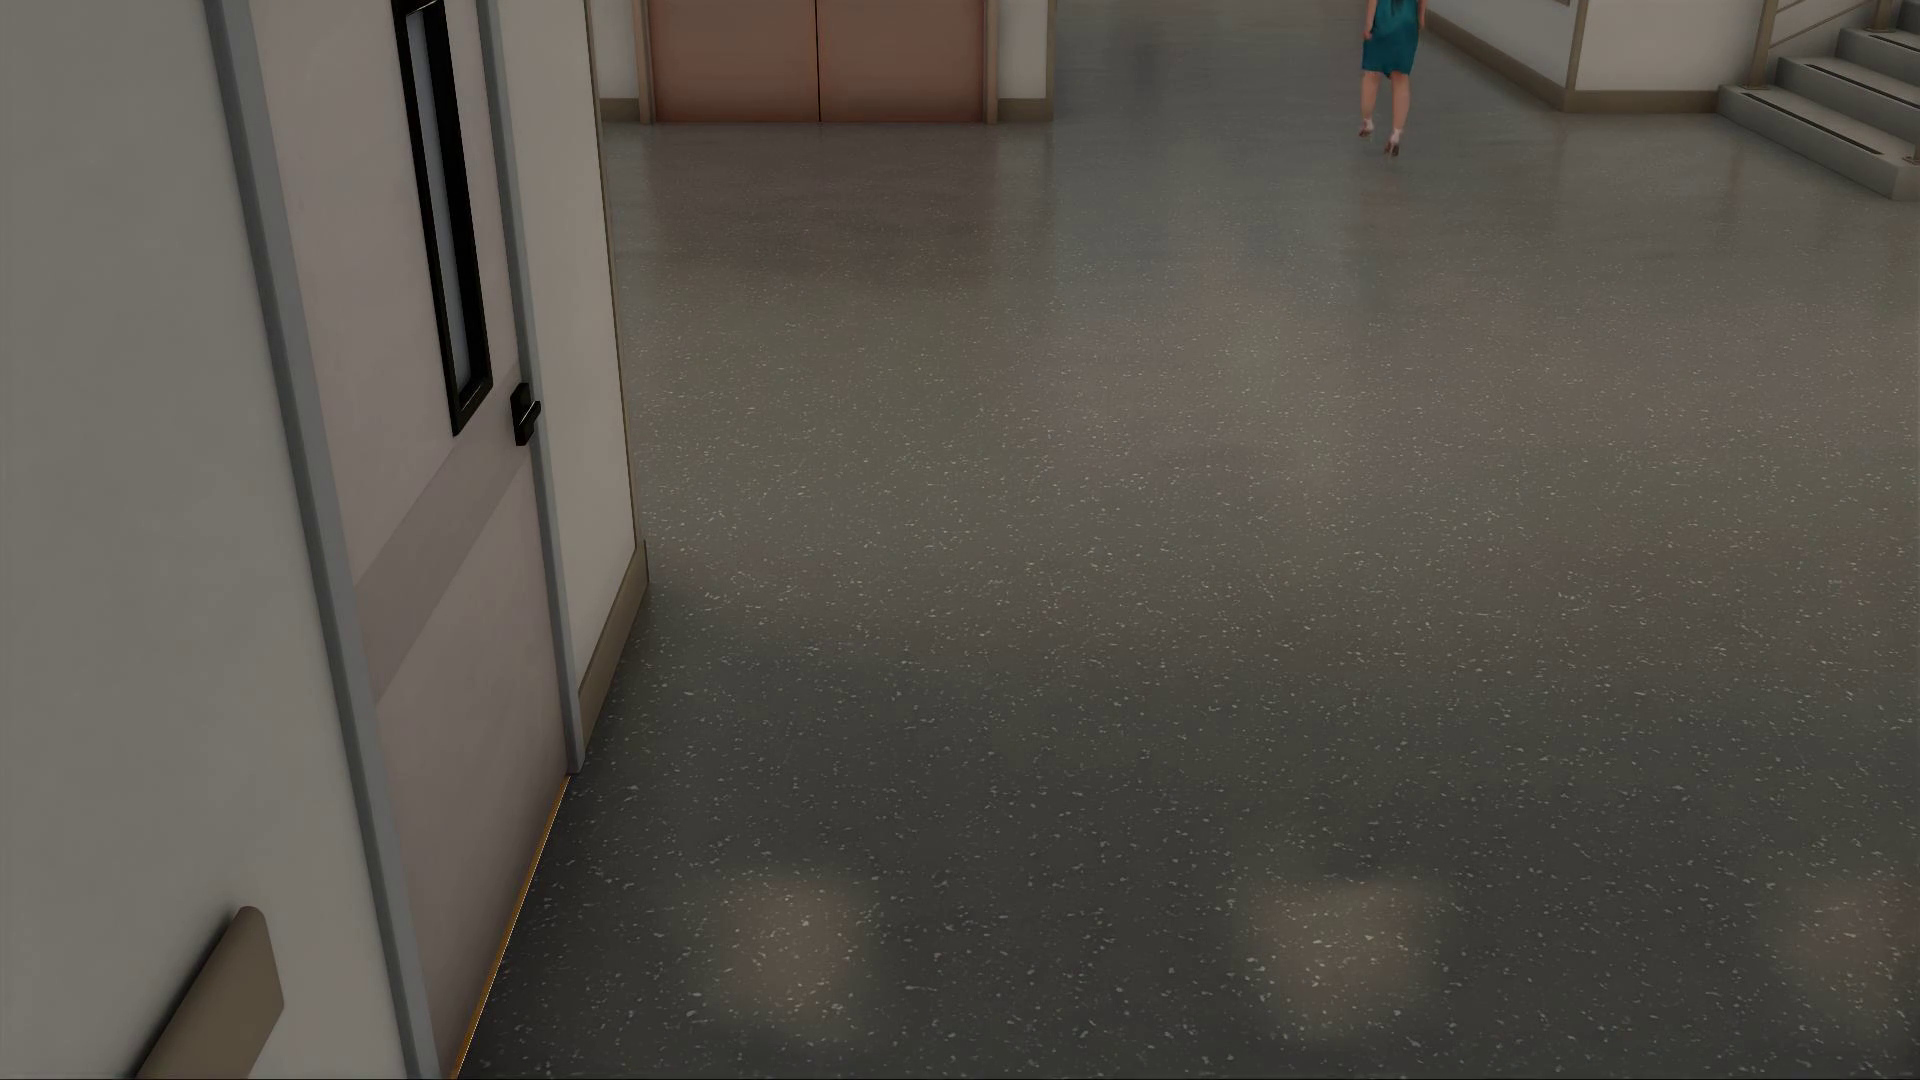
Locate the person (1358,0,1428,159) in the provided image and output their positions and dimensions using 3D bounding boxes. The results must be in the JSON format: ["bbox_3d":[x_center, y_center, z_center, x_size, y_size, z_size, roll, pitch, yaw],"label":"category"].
[{"bbox_3d":[2.757,-3.216,10.498,0.963,1.641,0.629,0,26,-1],"label":"person"}]
